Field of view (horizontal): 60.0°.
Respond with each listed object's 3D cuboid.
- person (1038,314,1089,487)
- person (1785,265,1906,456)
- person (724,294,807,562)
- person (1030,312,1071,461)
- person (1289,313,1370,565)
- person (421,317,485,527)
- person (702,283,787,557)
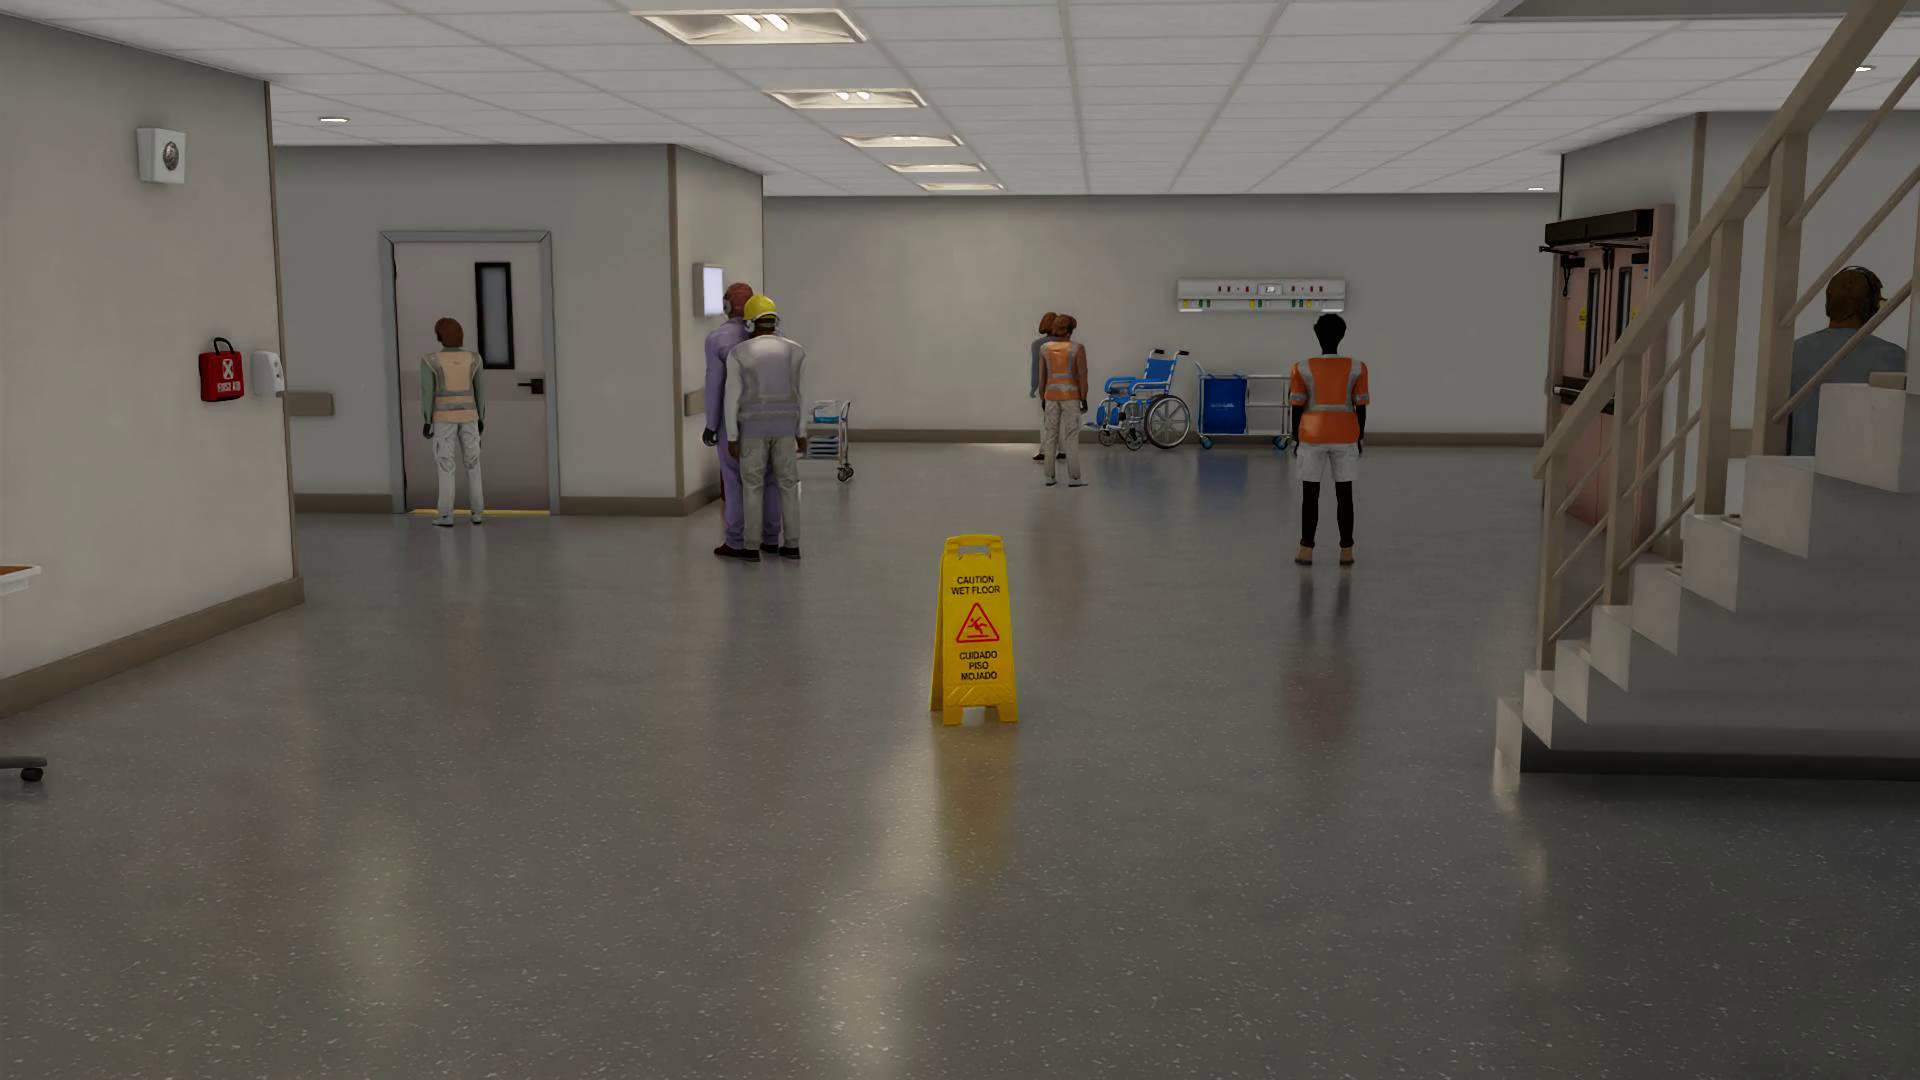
[{"bbox_3d":[0.981,-1.321,15.804,0.514,1.639,0.310,5,10,30],"label":"person"},{"bbox_3d":[3.753,-0.192,7.118,0.373,1.940,0.628,-5,9,-28],"label":"person"},{"bbox_3d":[-1.328,-0.756,11.354,0.598,1.824,0.401,-4,9,-26],"label":"person"},{"bbox_3d":[0.996,-1.676,18.232,0.499,1.633,0.286,-4,9,-25],"label":"person"},{"bbox_3d":[2.468,-0.667,11.162,0.535,1.698,0.318,1,8,4],"label":"person"},{"bbox_3d":[-3.977,-0.923,13.087,0.514,1.644,0.307,-7,11,-38],"label":"person"},{"bbox_3d":[-1.505,-0.832,11.596,0.636,1.902,0.406,-6,10,-34],"label":"person"}]
